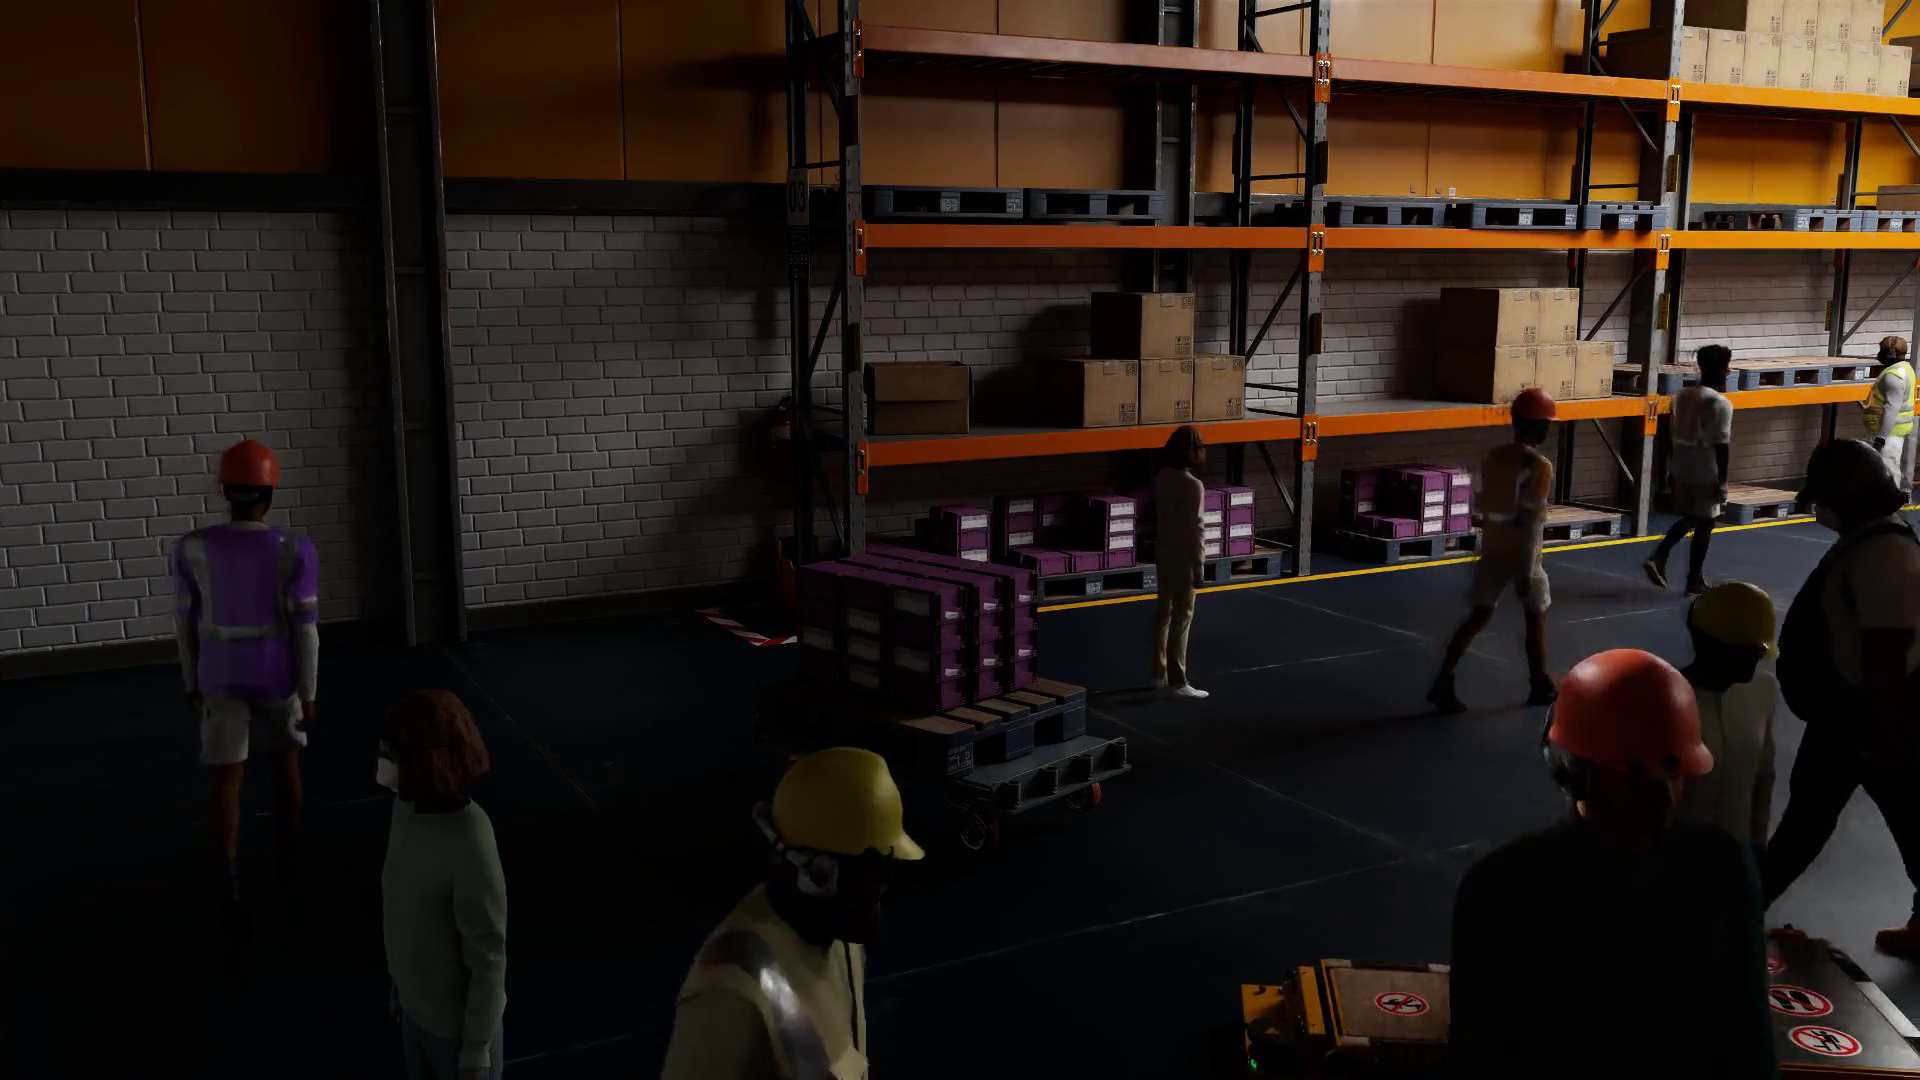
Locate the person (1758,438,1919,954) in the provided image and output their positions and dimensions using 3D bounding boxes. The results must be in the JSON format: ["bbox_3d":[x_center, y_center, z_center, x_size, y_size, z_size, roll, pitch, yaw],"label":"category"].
[{"bbox_3d":[3.371,0.552,6.265,1.016,2.000,0.701,6,11,31],"label":"person"}]

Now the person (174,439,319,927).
[{"bbox_3d":[-2.842,0.556,6.656,0.553,1.909,0.915,-2,10,-14],"label":"person"}]

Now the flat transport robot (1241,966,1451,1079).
[{"bbox_3d":[1.641,1.594,5.356,1.431,0.197,0.652,1,10,8],"label":"flat transport robot"}]

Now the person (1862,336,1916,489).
[{"bbox_3d":[8.882,-1.031,15.953,0.430,1.845,0.619,7,12,37],"label":"person"}]

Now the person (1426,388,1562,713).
[{"bbox_3d":[3.112,0.071,9.516,1.010,1.889,0.562,-5,11,-26],"label":"person"}]

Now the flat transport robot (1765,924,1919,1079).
[{"bbox_3d":[2.702,1.571,5.489,0.652,0.197,1.431,1,10,7],"label":"flat transport robot"}]

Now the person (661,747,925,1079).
[{"bbox_3d":[-0.324,1.248,3.071,0.940,1.757,0.596,1,10,6],"label":"person"}]

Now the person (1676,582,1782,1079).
[{"bbox_3d":[2.249,0.949,4.965,0.581,1.690,0.925,-2,10,-11],"label":"person"}]

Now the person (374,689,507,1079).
[{"bbox_3d":[-1.240,1.150,3.983,0.280,1.636,0.500,-8,13,-40],"label":"person"}]

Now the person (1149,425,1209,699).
[{"bbox_3d":[1.304,0.131,9.873,0.275,1.628,0.498,-4,11,-21],"label":"person"}]

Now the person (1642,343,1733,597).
[{"bbox_3d":[5.600,-0.521,12.691,0.485,1.951,0.625,-3,10,-15],"label":"person"}]

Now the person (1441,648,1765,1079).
[{"bbox_3d":[1.164,1.135,3.148,0.616,1.964,0.888,-4,11,-23],"label":"person"}]
